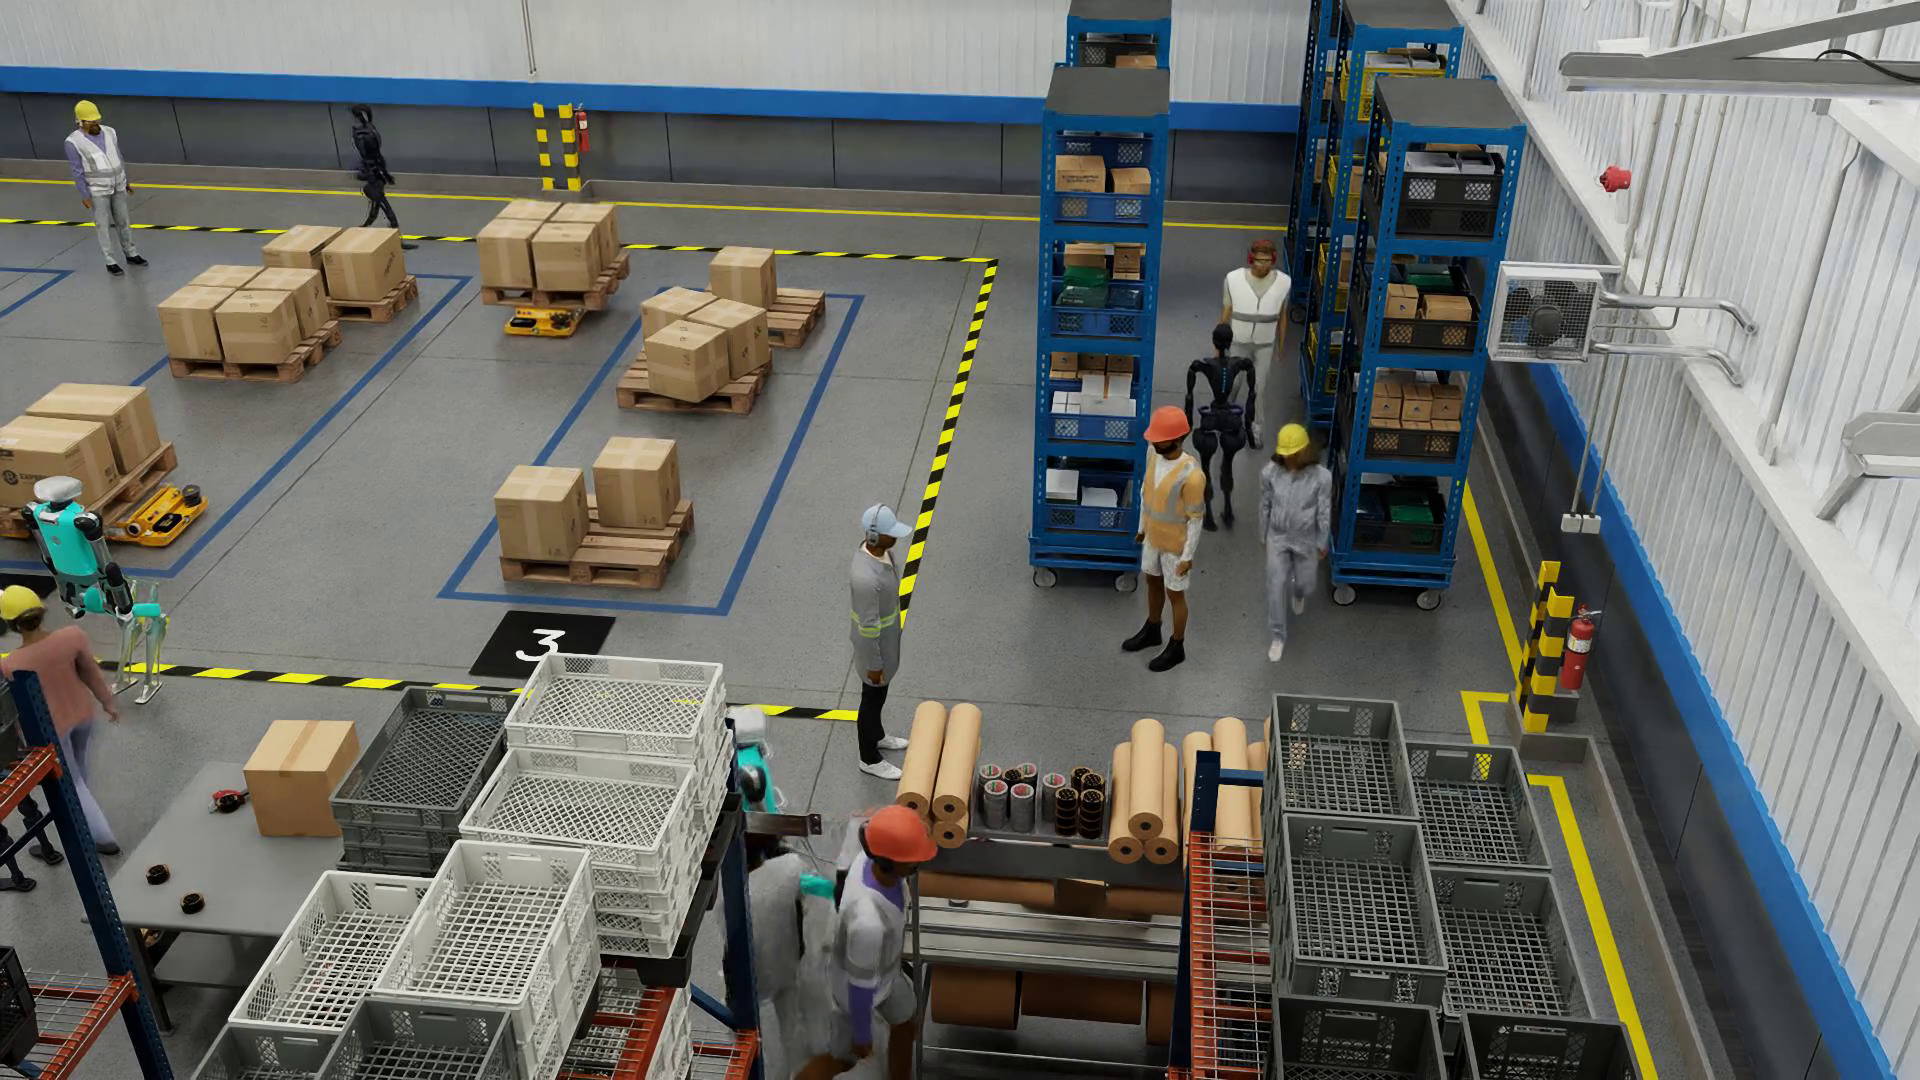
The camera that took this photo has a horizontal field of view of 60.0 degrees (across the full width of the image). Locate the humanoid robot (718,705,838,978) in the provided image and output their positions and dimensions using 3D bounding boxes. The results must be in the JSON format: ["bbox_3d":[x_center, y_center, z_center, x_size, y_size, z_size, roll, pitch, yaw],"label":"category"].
[{"bbox_3d":[-0.795,1.565,8.581,0.906,1.783,0.557,-12,32,-19],"label":"humanoid robot"}]

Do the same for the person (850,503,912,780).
[{"bbox_3d":[-0.467,0.598,10.073,0.386,1.850,0.599,3,30,4],"label":"person"}]

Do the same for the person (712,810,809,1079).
[{"bbox_3d":[-0.916,1.969,7.723,0.551,1.843,0.613,-22,37,-33],"label":"person"}]

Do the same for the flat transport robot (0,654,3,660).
[{"bbox_3d":[-7.142,0.969,11.010,1.431,0.231,0.659,3,30,6],"label":"flat transport robot"}]

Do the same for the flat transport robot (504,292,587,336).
[{"bbox_3d":[-4.061,-2.437,16.831,0.652,0.197,1.431,3,30,6],"label":"flat transport robot"}]

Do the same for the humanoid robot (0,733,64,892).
[{"bbox_3d":[-5.406,1.212,9.176,0.315,1.657,0.599,9,31,16],"label":"humanoid robot"}]

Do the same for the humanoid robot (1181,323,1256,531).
[{"bbox_3d":[1.986,-0.860,12.766,0.586,1.643,0.379,-2,30,-3],"label":"humanoid robot"}]

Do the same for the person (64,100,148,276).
[{"bbox_3d":[-8.985,-3.716,17.501,0.404,1.829,0.598,15,34,24],"label":"person"}]

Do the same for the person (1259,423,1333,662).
[{"bbox_3d":[2.259,-0.047,11.312,0.496,1.717,0.593,7,31,12],"label":"person"}]

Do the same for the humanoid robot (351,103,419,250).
[{"bbox_3d":[-6.415,-3.943,18.103,0.756,1.651,0.589,-2,30,-3],"label":"humanoid robot"}]

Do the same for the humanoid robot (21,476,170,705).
[{"bbox_3d":[-5.413,0.251,10.648,0.533,1.677,0.735,9,31,15],"label":"humanoid robot"}]

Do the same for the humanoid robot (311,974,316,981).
[{"bbox_3d":[-2.631,2.457,7.059,0.610,1.646,0.490,23,37,34],"label":"humanoid robot"}]

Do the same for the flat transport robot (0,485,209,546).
[{"bbox_3d":[-6.750,-0.236,13.052,1.431,0.197,0.652,3,30,6],"label":"flat transport robot"}]

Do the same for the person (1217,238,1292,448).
[{"bbox_3d":[2.445,-1.660,13.963,0.572,1.846,0.388,0,30,0],"label":"person"}]

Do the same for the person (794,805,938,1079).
[{"bbox_3d":[-0.503,1.987,7.564,0.873,1.993,0.626,5,31,9],"label":"person"}]

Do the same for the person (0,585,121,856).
[{"bbox_3d":[-5.189,1.009,9.490,0.726,1.719,0.556,17,34,26],"label":"person"}]

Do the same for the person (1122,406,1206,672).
[{"bbox_3d":[1.348,-0.015,11.044,0.375,1.932,0.550,-17,34,-27],"label":"person"}]
